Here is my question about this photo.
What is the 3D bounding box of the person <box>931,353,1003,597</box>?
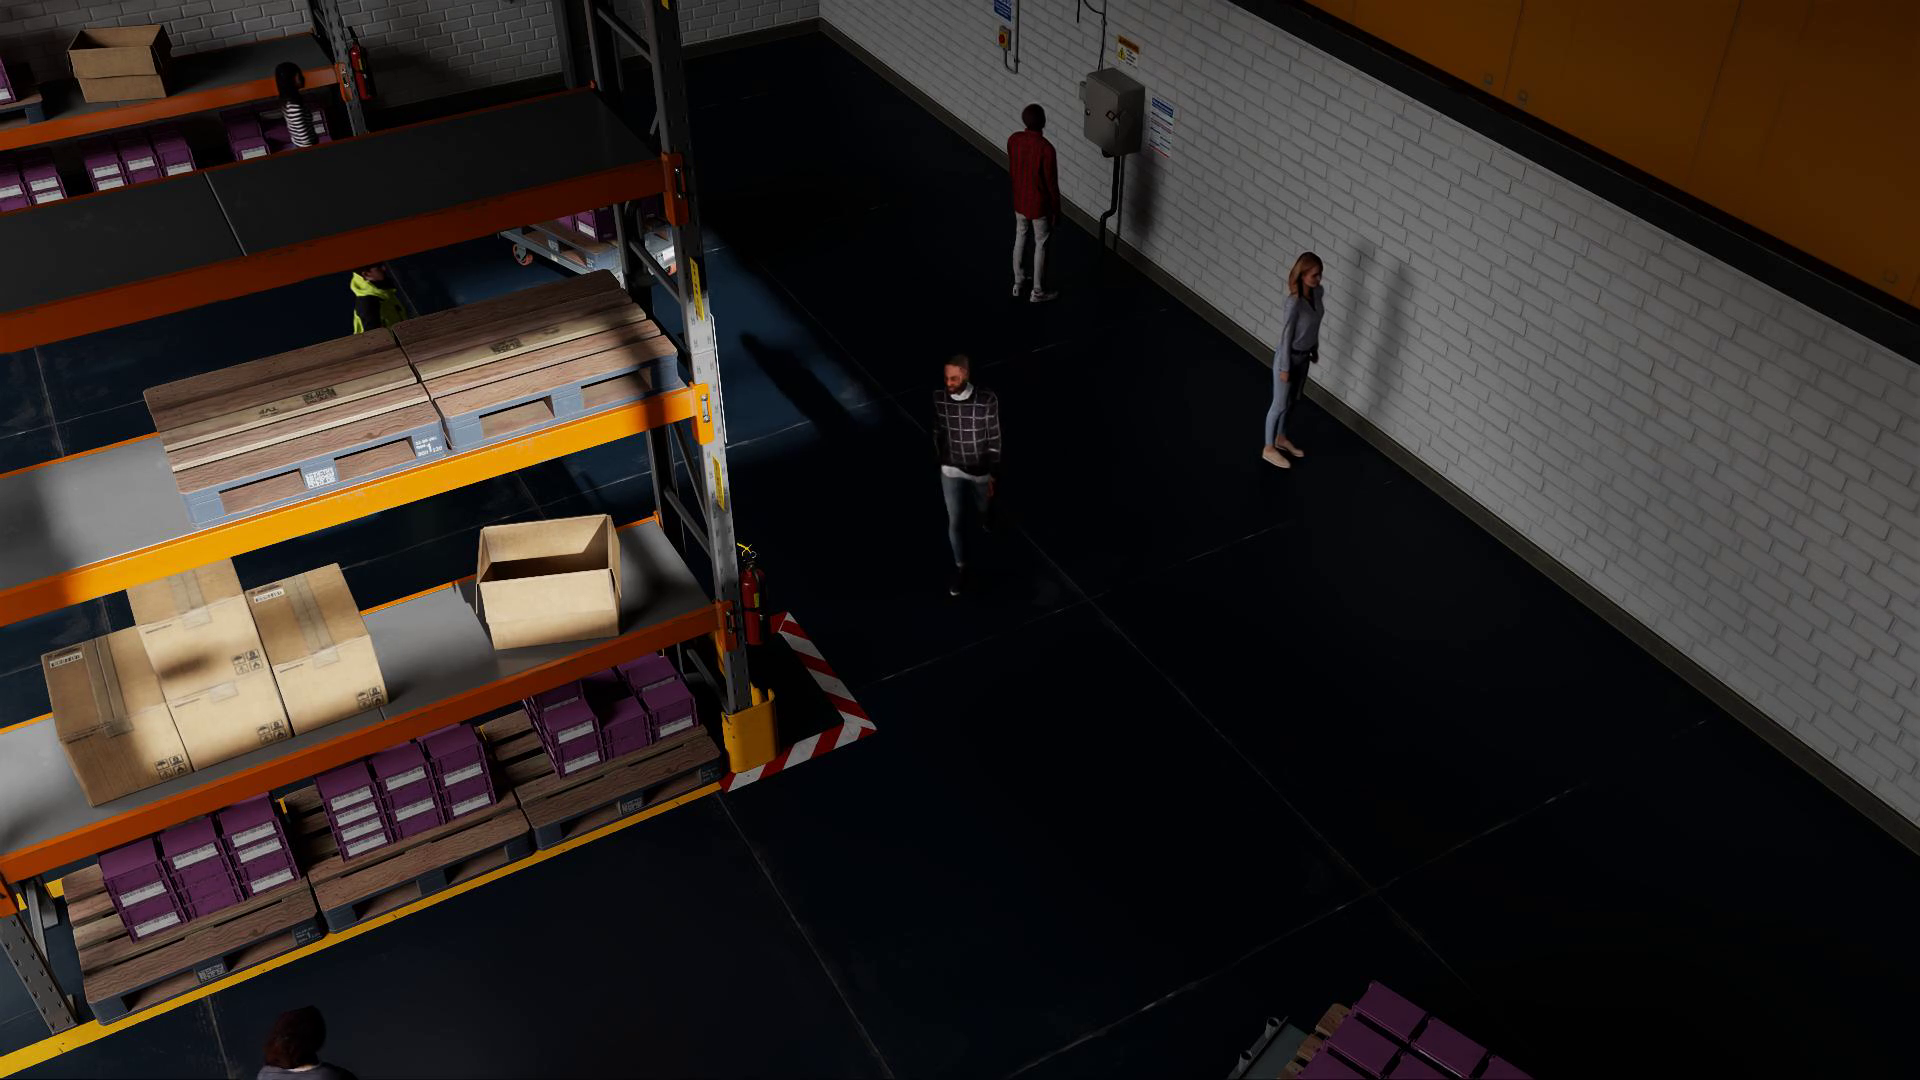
[{"bbox_3d":[0.080,-0.557,11.453,1.173,1.781,1.184,6,39,8],"label":"person"}]

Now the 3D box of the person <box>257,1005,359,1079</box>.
[{"bbox_3d":[-2.830,2.806,7.301,1.143,1.709,1.161,4,39,5],"label":"person"}]

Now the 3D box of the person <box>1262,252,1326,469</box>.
[{"bbox_3d":[2.499,-1.362,12.448,0.698,1.797,0.533,31,48,33],"label":"person"}]

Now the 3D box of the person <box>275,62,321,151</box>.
[{"bbox_3d":[-5.909,-3.460,15.078,0.496,1.795,0.582,-20,43,-23],"label":"person"}]

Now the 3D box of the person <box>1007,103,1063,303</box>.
[{"bbox_3d":[0.638,-2.925,14.388,0.731,1.820,0.693,29,47,32],"label":"person"}]
